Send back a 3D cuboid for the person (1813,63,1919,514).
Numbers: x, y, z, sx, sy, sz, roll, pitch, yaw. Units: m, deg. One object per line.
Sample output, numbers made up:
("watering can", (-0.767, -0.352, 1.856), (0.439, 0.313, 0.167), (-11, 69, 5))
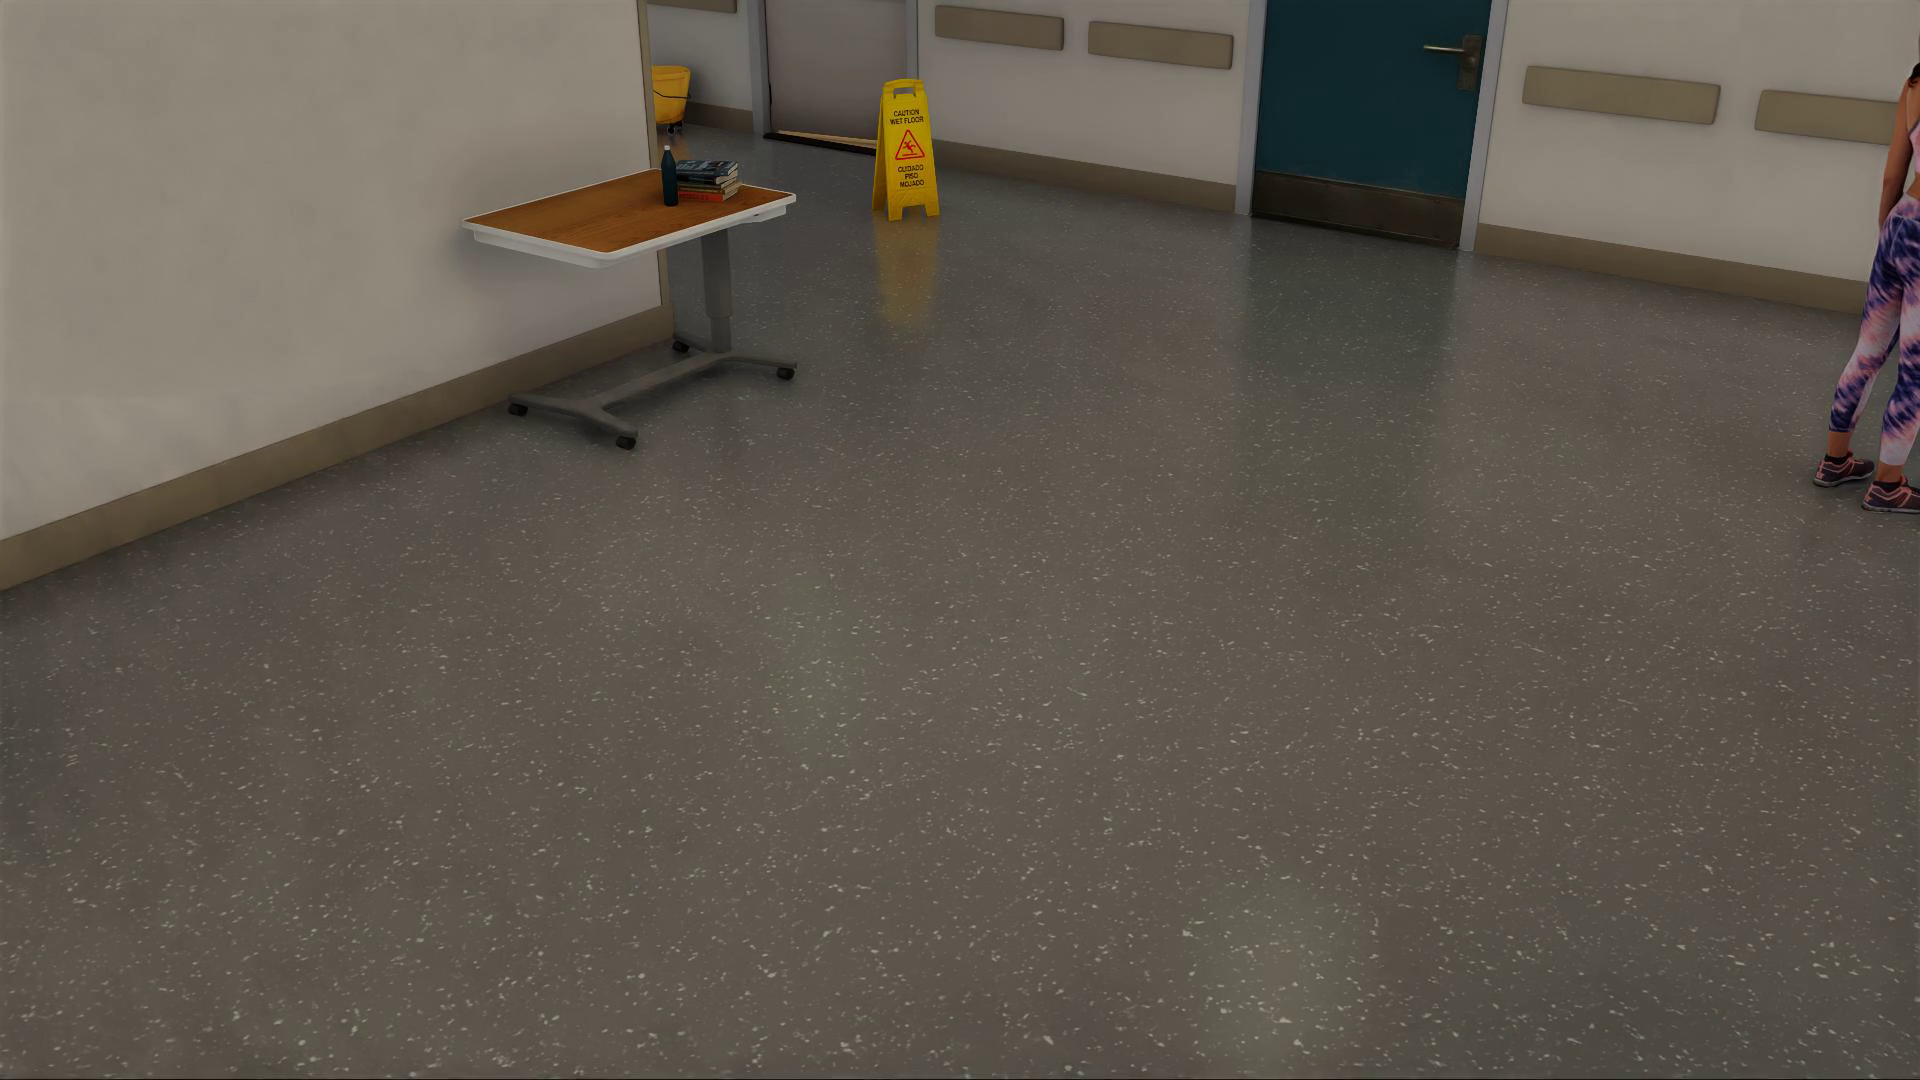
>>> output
("person", (3.296, -0.969, 5.697), (0.737, 1.767, 0.664), (-6, 26, -13))
